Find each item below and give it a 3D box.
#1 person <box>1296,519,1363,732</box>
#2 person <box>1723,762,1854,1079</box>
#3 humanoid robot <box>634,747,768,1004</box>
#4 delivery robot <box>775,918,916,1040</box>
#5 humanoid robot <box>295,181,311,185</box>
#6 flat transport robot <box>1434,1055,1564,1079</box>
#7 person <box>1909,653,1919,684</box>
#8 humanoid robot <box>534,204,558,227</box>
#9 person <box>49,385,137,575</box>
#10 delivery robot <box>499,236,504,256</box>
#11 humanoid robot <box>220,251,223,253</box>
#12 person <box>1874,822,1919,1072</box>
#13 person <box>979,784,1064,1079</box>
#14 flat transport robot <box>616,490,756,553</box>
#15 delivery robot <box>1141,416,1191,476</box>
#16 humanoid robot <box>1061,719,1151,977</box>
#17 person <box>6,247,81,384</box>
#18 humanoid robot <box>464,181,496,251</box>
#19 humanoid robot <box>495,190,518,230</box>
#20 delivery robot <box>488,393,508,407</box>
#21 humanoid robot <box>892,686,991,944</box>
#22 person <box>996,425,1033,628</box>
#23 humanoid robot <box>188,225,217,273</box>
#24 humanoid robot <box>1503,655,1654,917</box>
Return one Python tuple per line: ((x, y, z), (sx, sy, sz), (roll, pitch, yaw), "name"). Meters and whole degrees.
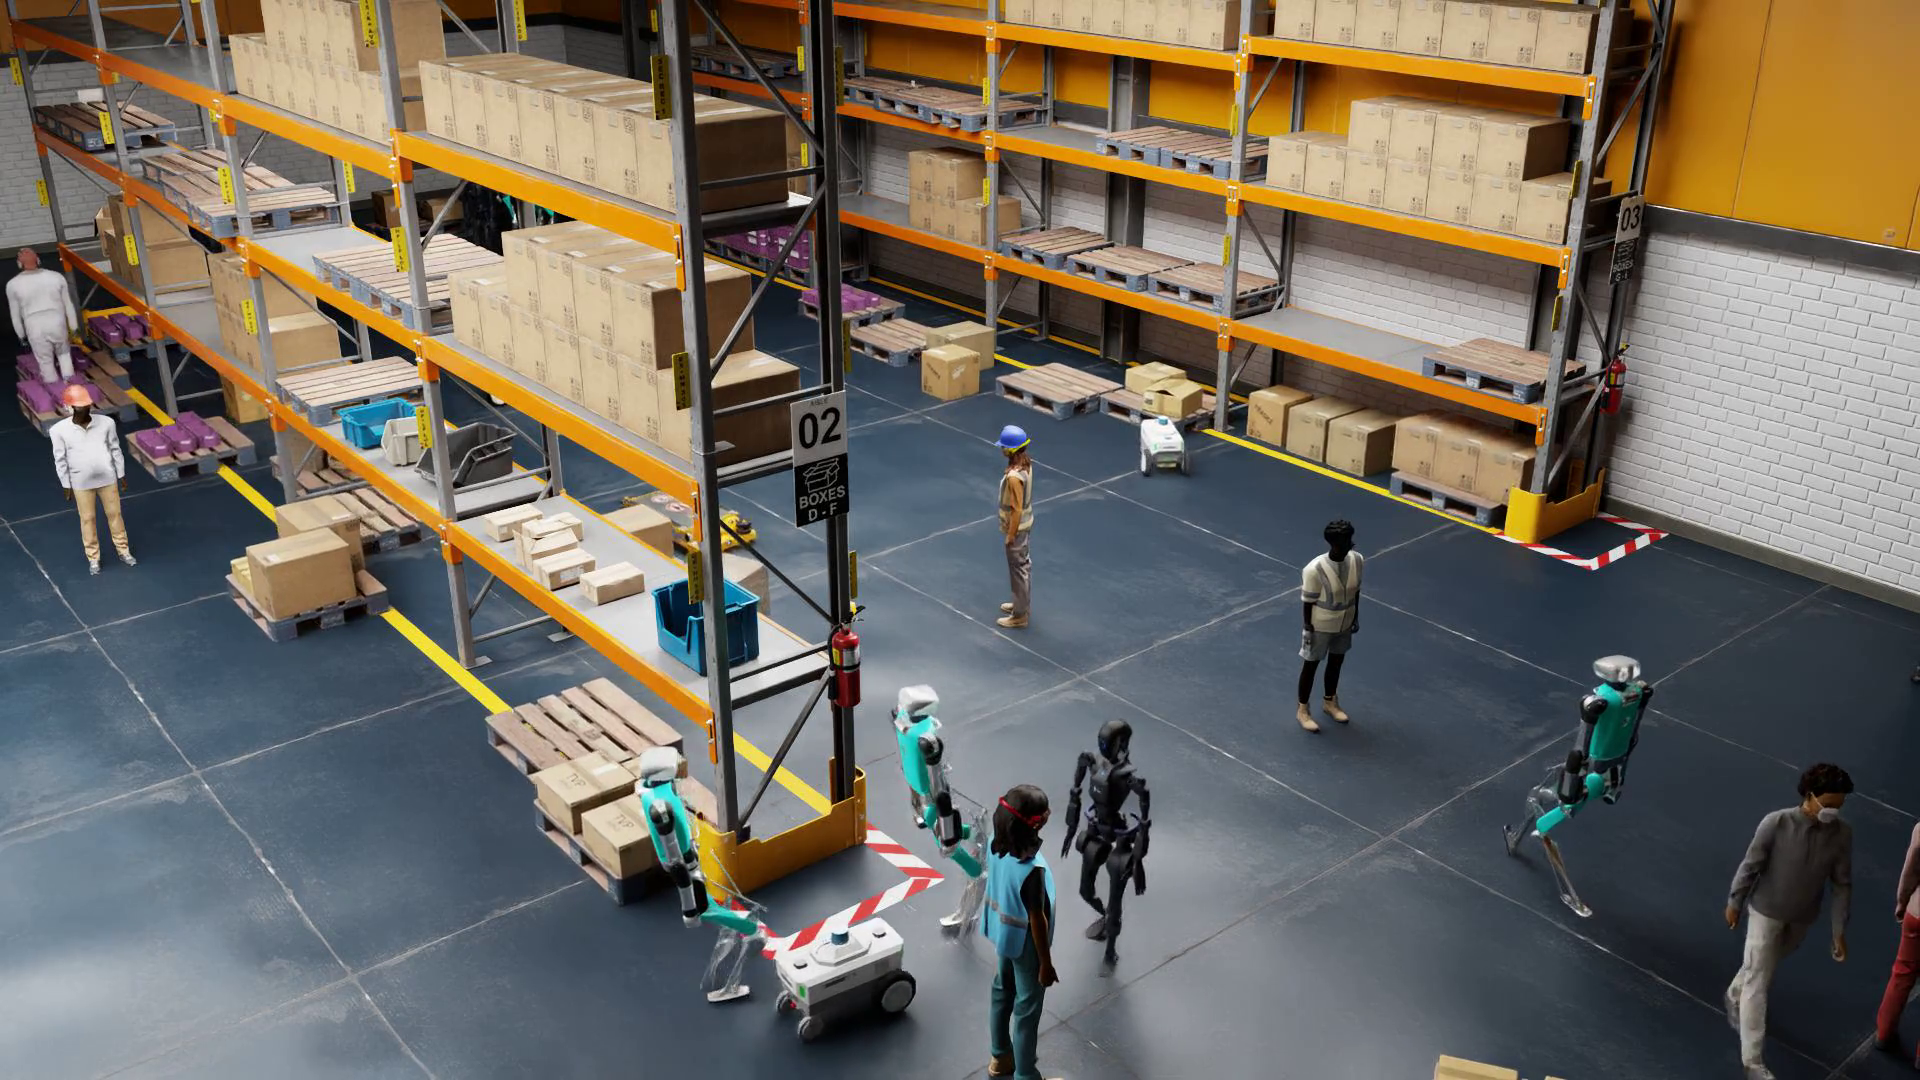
((2.760, 0.621, 12.413), (0.535, 1.691, 0.319), (-12, 26, -25), "person")
((4.461, 2.028, 8.950), (0.521, 1.850, 0.965), (-1, 23, -1), "person")
((-1.377, 1.941, 9.358), (0.789, 1.810, 0.555), (-6, 24, -14), "humanoid robot")
((-0.680, 2.465, 9.545), (0.750, 0.570, 0.499), (-15, 27, -30), "delivery robot")
((-8.958, -4.225, 23.576), (1.004, 1.733, 0.563), (-4, 24, -8), "humanoid robot")
((2.646, 3.259, 8.097), (1.431, 0.231, 0.659), (8, 25, 17), "flat transport robot")
((7.803, 0.263, 12.951), (0.547, 1.926, 0.379), (14, 27, 30), "person")
((-6.708, -5.531, 26.507), (0.530, 1.721, 0.694), (10, 25, 22), "humanoid robot")
((-7.850, -0.564, 15.069), (0.562, 1.755, 0.320), (-17, 29, -35), "person")
((-6.798, -4.621, 25.986), (0.768, 0.596, 0.525), (-15, 28, -32), "delivery robot")
((-11.379, -5.130, 25.743), (0.588, 1.644, 0.333), (15, 27, 31), "humanoid robot")
((5.344, 2.057, 9.017), (0.369, 1.752, 0.516), (-17, 29, -34), "person")
((0.324, 2.114, 8.732), (0.392, 1.869, 0.514), (-12, 26, -25), "person")
((-2.669, -0.203, 16.113), (0.659, 0.231, 1.431), (-21, 31, -39), "flat transport robot")
((2.146, -1.017, 17.632), (0.499, 0.590, 0.793), (-2, 23, -5), "delivery robot")
((0.920, 1.759, 9.811), (0.602, 1.654, 0.461), (20, 30, 38), "humanoid robot")
((-10.603, -2.461, 19.295), (0.678, 1.886, 0.495), (-16, 28, -33), "person")
((-7.252, -4.862, 25.129), (0.585, 1.648, 0.329), (10, 25, 23), "humanoid robot")
((-7.139, -5.520, 26.666), (0.541, 1.879, 0.660), (-15, 27, -31), "humanoid robot")
((-5.190, -1.904, 19.660), (0.741, 0.569, 0.505), (-1, 23, -2), "delivery robot")
((-0.006, 1.667, 9.994), (0.761, 1.827, 0.532), (-10, 25, -22), "humanoid robot")
((0.450, -0.116, 14.007), (0.321, 1.776, 0.481), (4, 24, 10), "person")
((-10.543, -3.963, 23.048), (0.469, 1.649, 0.593), (10, 25, 22), "humanoid robot")
((3.775, 1.418, 10.528), (0.545, 1.770, 0.954), (-12, 26, -26), "humanoid robot")
